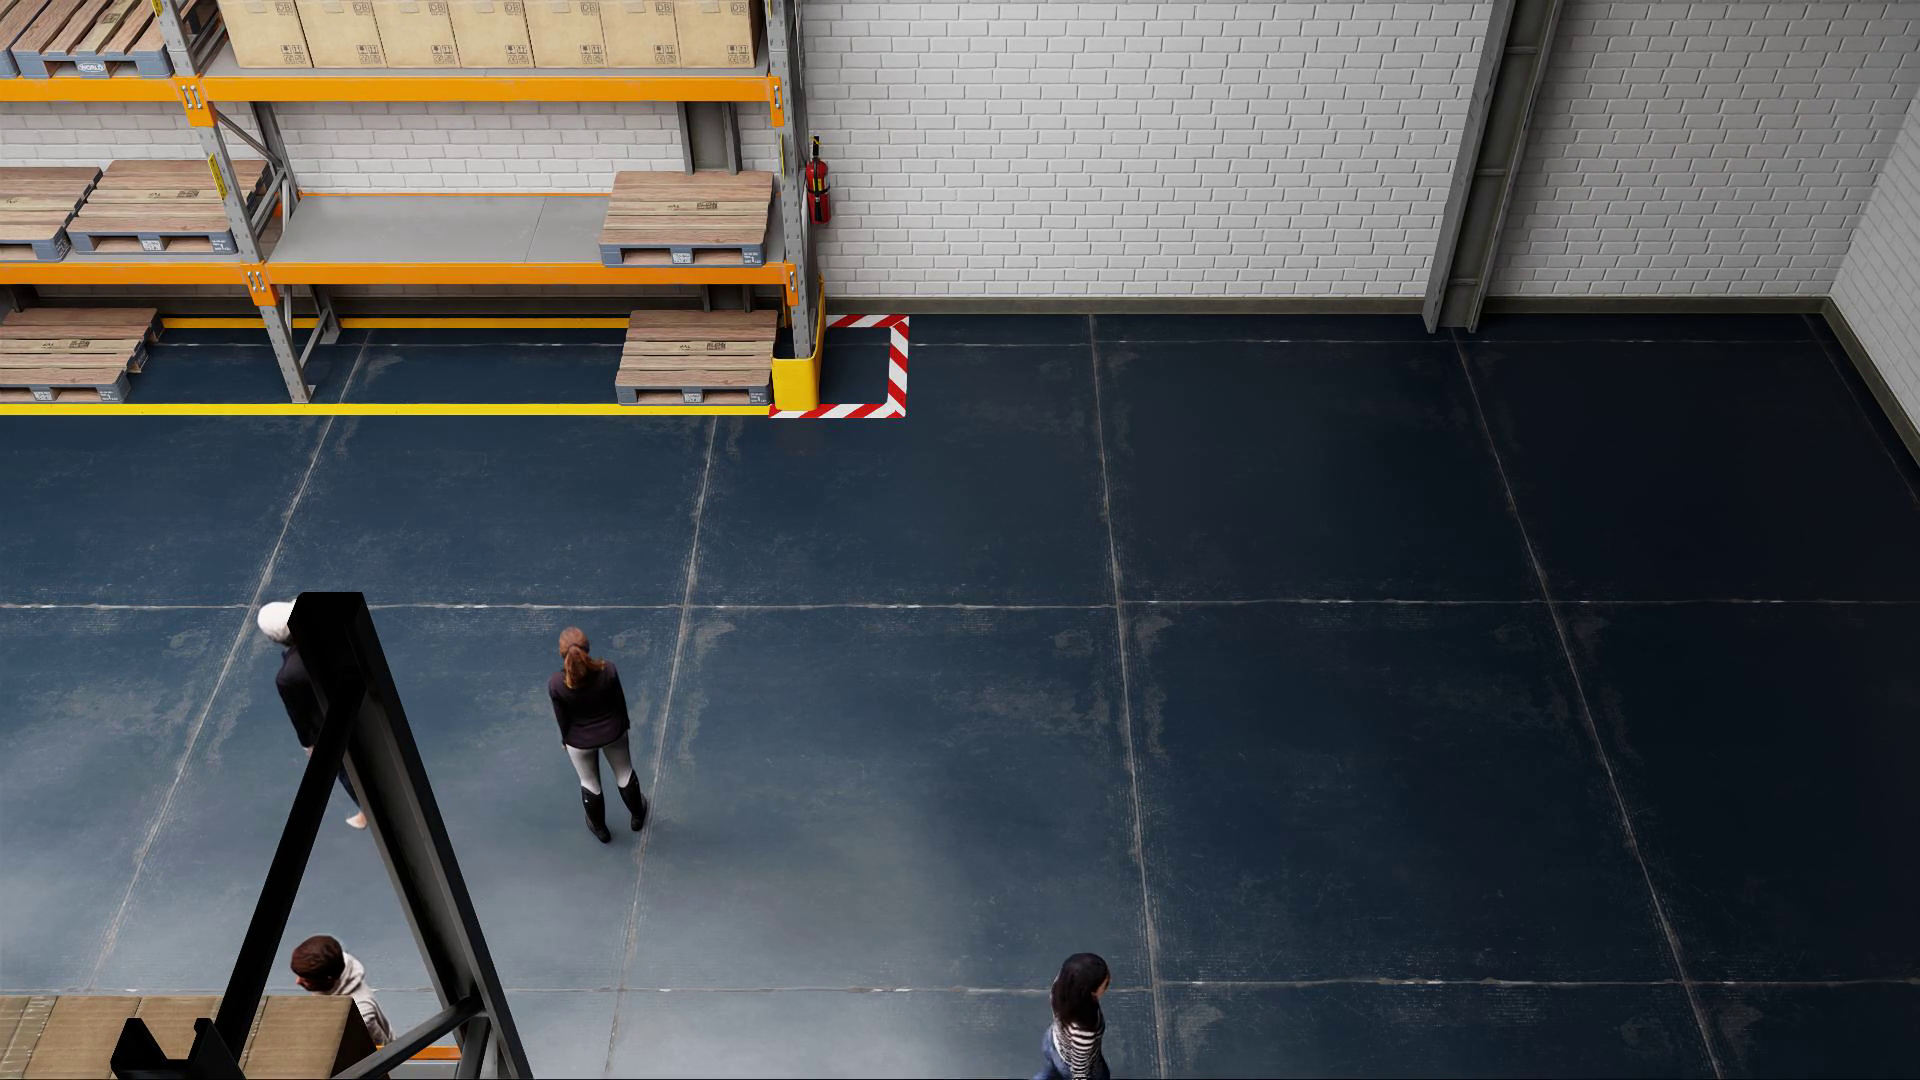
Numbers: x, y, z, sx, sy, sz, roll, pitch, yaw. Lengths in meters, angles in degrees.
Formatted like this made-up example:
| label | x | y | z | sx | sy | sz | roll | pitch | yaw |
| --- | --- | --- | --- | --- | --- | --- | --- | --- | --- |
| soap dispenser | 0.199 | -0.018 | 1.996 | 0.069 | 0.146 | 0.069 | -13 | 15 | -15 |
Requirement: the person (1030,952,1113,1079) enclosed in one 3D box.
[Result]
| label | x | y | z | sx | sy | sz | roll | pitch | yaw |
| --- | --- | --- | --- | --- | --- | --- | --- | --- | --- |
| person | 0.457 | 2.531 | 8.063 | 1.135 | 1.765 | 0.820 | -12 | 45 | -12 |

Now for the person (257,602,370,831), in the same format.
| label | x | y | z | sx | sy | sz | roll | pitch | yaw |
| --- | --- | --- | --- | --- | --- | --- | --- | --- | --- |
| person | -3.370 | 0.910 | 8.991 | 0.703 | 1.777 | 0.789 | 13 | 45 | 14 |

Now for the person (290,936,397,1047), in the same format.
| label | x | y | z | sx | sy | sz | roll | pitch | yaw |
| --- | --- | --- | --- | --- | --- | --- | --- | --- | --- |
| person | -2.866 | 2.472 | 8.061 | 0.808 | 1.852 | 0.751 | -34 | 53 | -30 |

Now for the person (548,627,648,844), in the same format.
| label | x | y | z | sx | sy | sz | roll | pitch | yaw |
| --- | --- | --- | --- | --- | --- | --- | --- | --- | --- |
| person | -2.090 | 1.125 | 9.563 | 0.596 | 1.730 | 0.697 | -16 | 46 | -16 |
